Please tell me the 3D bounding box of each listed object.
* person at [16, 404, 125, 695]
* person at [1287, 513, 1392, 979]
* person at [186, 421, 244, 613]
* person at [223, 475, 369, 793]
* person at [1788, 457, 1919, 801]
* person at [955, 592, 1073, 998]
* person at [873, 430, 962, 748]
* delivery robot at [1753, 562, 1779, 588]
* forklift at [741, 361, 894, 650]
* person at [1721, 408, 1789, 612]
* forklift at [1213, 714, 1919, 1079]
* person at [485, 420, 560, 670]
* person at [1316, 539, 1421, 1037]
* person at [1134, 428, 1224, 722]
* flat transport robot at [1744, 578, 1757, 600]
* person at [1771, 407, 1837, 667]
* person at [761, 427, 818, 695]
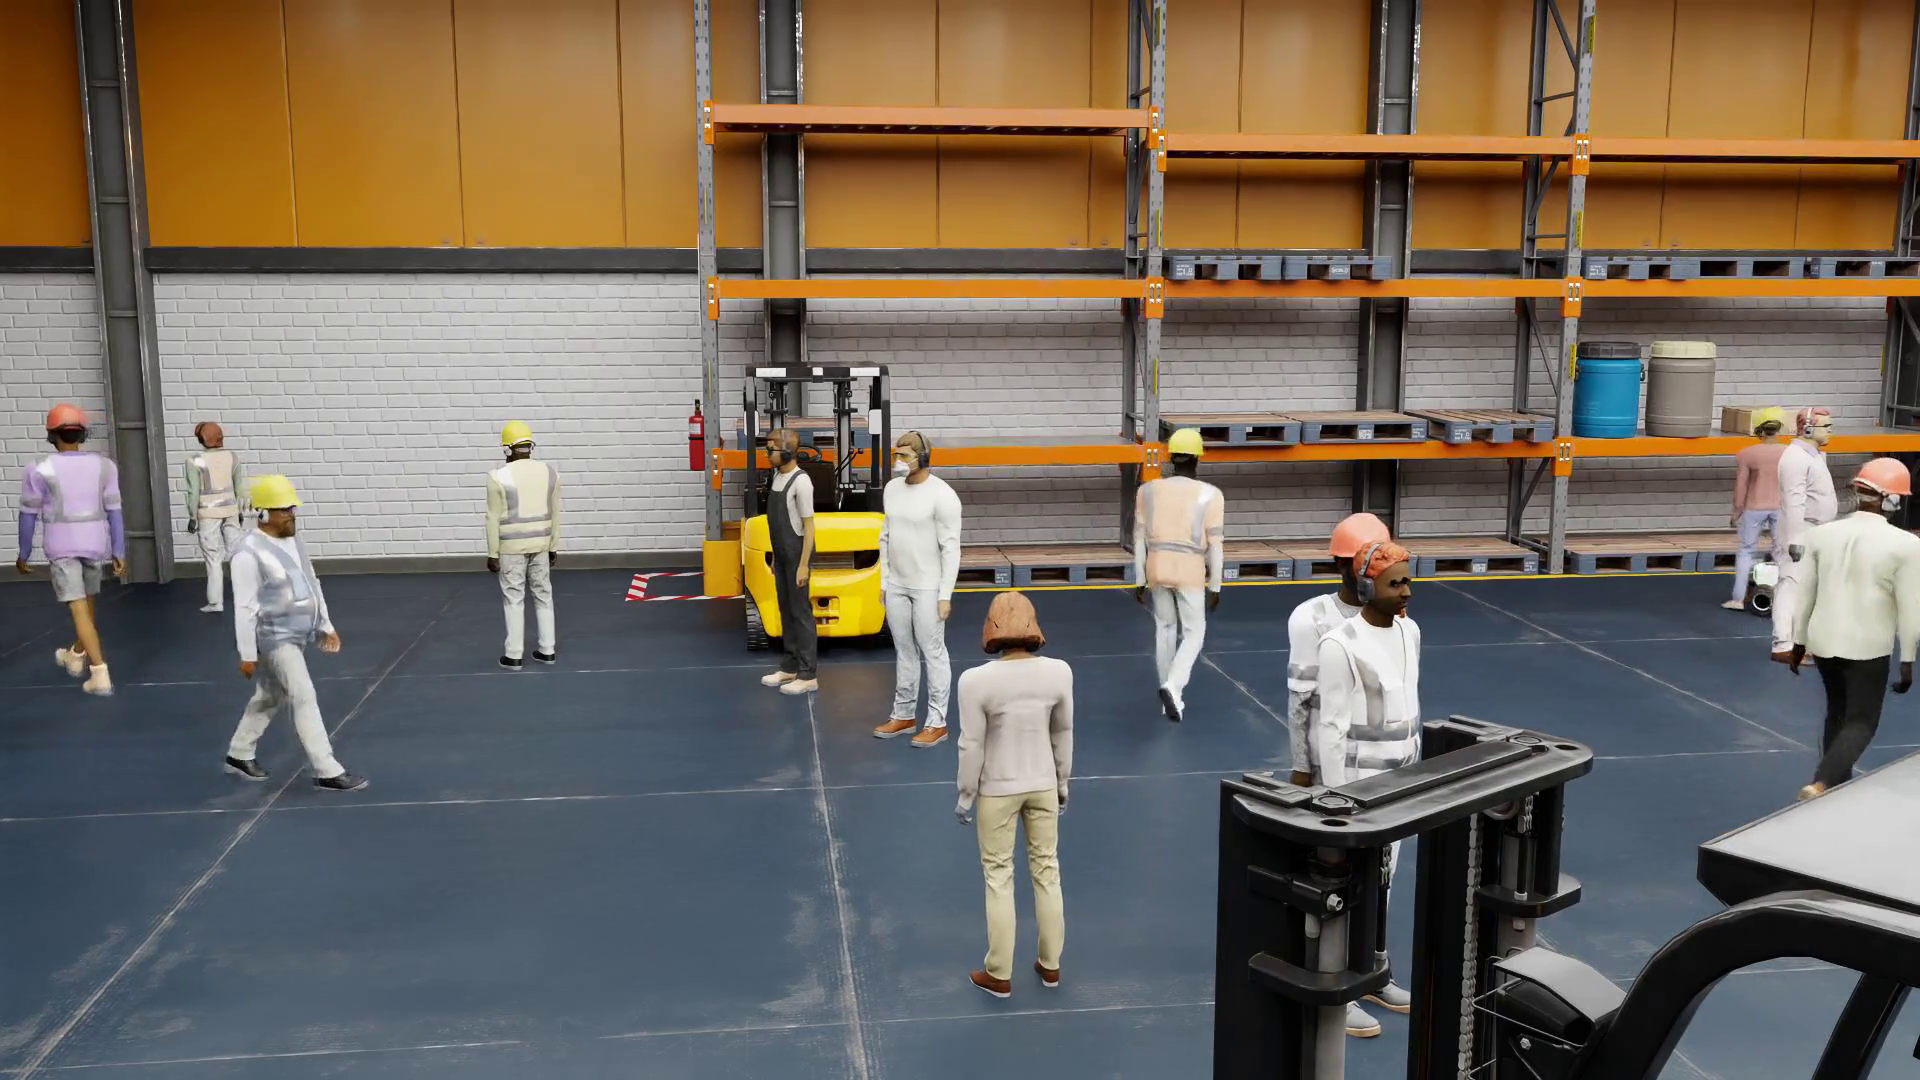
[{"bbox_3d":[-6.189,0.051,11.574,1.034,1.985,0.614,7,11,36],"label":"person"},{"bbox_3d":[1.573,0.851,6.719,0.542,1.942,0.359,-4,10,-22],"label":"person"},{"bbox_3d":[-6.339,-0.195,14.188,0.310,1.638,0.522,6,11,32],"label":"person"},{"bbox_3d":[-3.797,0.515,9.290,0.923,1.793,0.584,1,9,4],"label":"person"},{"bbox_3d":[4.574,0.548,8.595,0.858,1.955,0.661,-6,11,-31],"label":"person"},{"bbox_3d":[0.214,1.012,6.672,0.501,1.632,0.294,-4,10,-21],"label":"person"},{"bbox_3d":[-0.265,0.295,10.196,0.627,1.941,0.373,9,13,44],"label":"person"},{"bbox_3d":[7.066,0.336,13.955,0.707,0.478,0.477,8,12,39],"label":"delivery robot"},{"bbox_3d":[-1.154,-0.340,13.365,1.214,2.155,2.313,-1,9,-7],"label":"forklift"},{"bbox_3d":[6.834,-0.242,14.170,0.603,1.744,0.382,2,9,15],"label":"person"},{"bbox_3d":[1.441,1.425,2.350,1.214,2.155,2.313,-7,12,-39],"label":"forklift"},{"bbox_3d":[-3.205,0.037,12.186,0.404,1.824,0.586,9,12,43],"label":"person"},{"bbox_3d":[1.581,0.933,6.383,0.584,1.882,0.347,-9,13,-44],"label":"person"},{"bbox_3d":[1.373,0.241,10.646,0.593,1.910,0.641,4,10,25],"label":"person"},{"bbox_3d":[7.612,0.450,14.419,1.431,0.197,0.652,5,10,28],"label":"flat transport robot"},{"bbox_3d":[6.275,-0.036,12.359,0.406,1.911,0.637,6,11,32],"label":"person"},{"bbox_3d":[-1.169,0.140,11.462,0.339,1.842,0.507,-5,10,-29],"label":"person"}]
